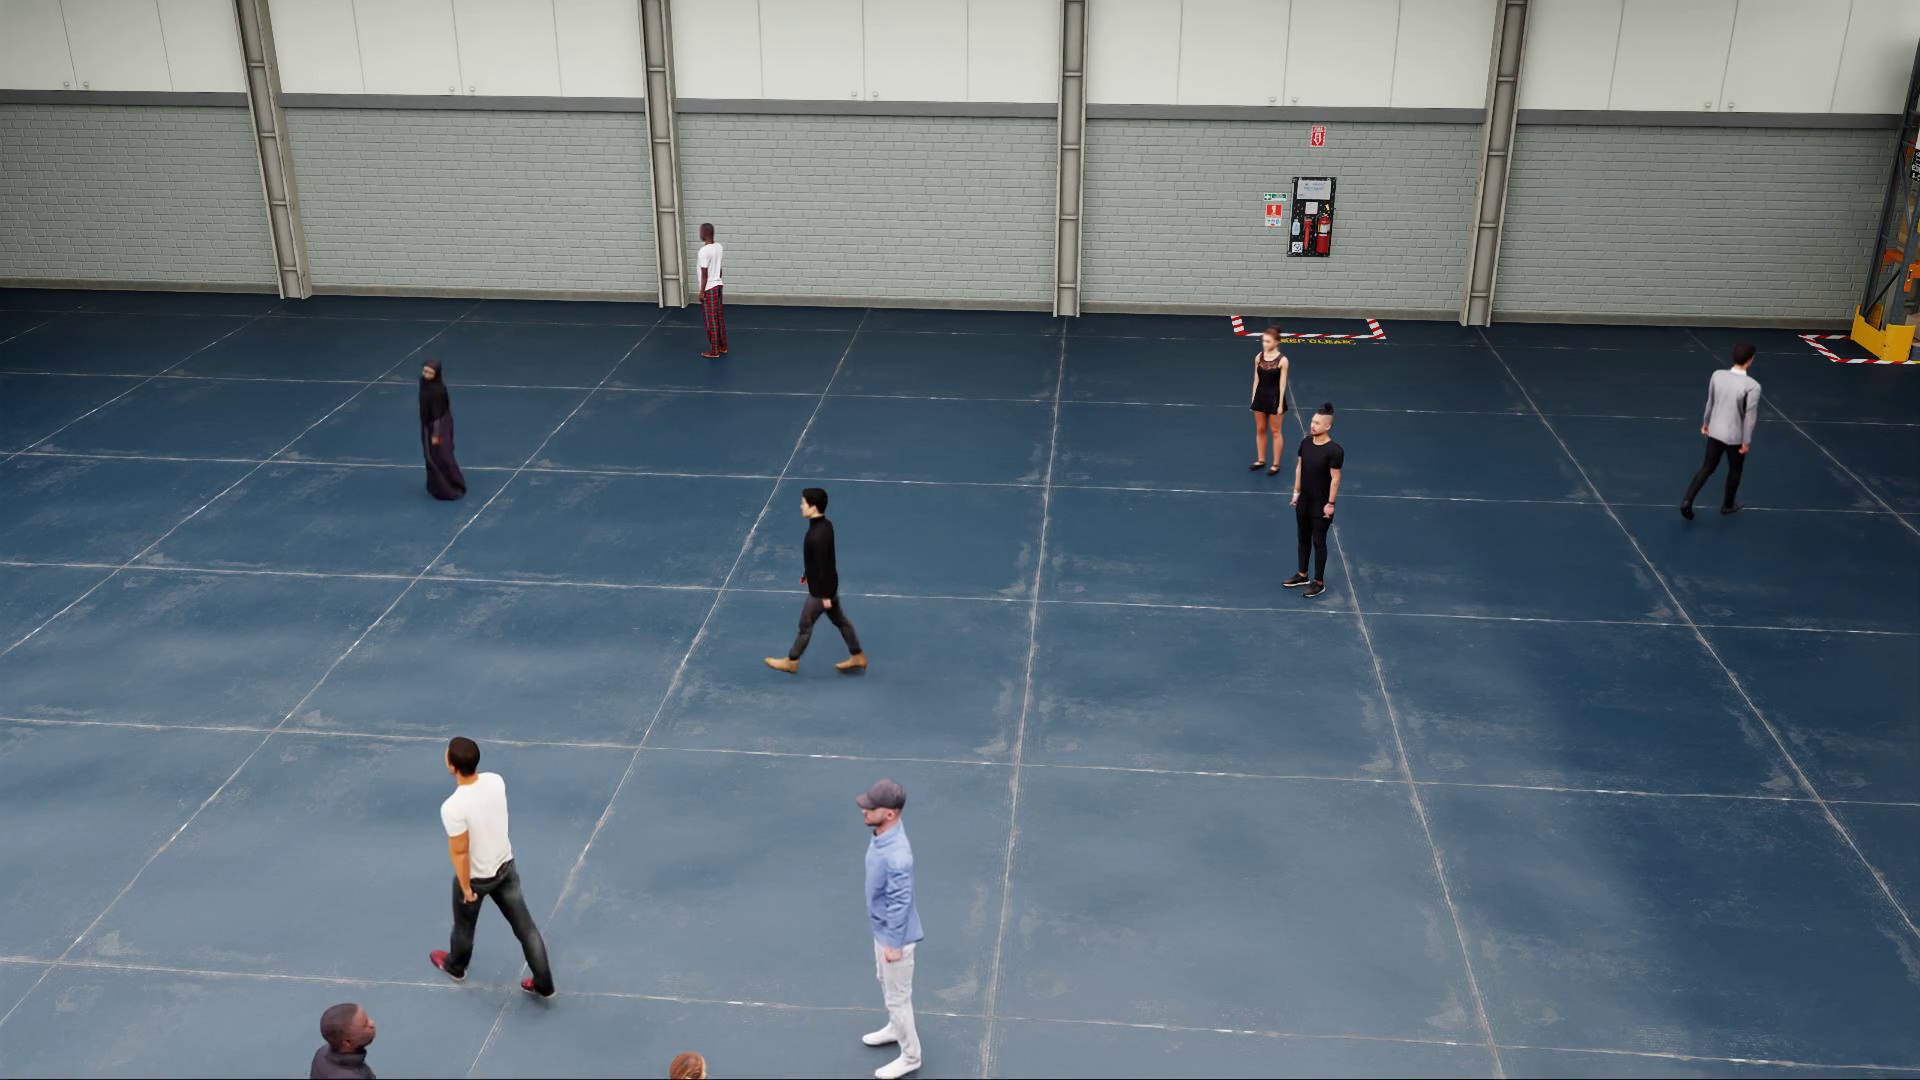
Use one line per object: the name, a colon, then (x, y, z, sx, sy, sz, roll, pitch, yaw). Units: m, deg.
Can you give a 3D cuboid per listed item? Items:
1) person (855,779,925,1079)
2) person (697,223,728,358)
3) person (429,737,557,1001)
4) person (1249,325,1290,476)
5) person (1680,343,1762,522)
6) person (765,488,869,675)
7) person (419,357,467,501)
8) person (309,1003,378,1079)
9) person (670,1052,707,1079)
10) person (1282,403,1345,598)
person: (-0.376, 2.181, 9.455, 0.699, 1.884, 0.721, -6, 24, -13)
person: (-3.380, -3.417, 22.682, 0.644, 1.835, 0.716, 9, 25, 21)
person: (-2.778, 2.013, 10.007, 1.253, 1.761, 1.022, 14, 27, 30)
person: (3.459, -1.569, 18.535, 0.672, 1.680, 0.751, 20, 30, 38)
person: (7.833, -1.093, 17.118, 1.312, 1.913, 1.193, -15, 27, -31)
person: (-1.085, 0.375, 13.957, 1.074, 1.685, 0.649, 2, 23, 4)
person: (-5.629, -1.253, 17.906, 0.813, 1.591, 0.798, -6, 24, -13)
person: (-2.864, 2.975, 7.708, 1.306, 1.791, 1.179, -14, 27, -30)
person: (-1.374, 3.050, 8.515, 0.555, 1.021, 0.494, -18, 29, -36)
person: (3.323, -0.394, 15.536, 0.802, 1.865, 0.774, -14, 27, -30)
